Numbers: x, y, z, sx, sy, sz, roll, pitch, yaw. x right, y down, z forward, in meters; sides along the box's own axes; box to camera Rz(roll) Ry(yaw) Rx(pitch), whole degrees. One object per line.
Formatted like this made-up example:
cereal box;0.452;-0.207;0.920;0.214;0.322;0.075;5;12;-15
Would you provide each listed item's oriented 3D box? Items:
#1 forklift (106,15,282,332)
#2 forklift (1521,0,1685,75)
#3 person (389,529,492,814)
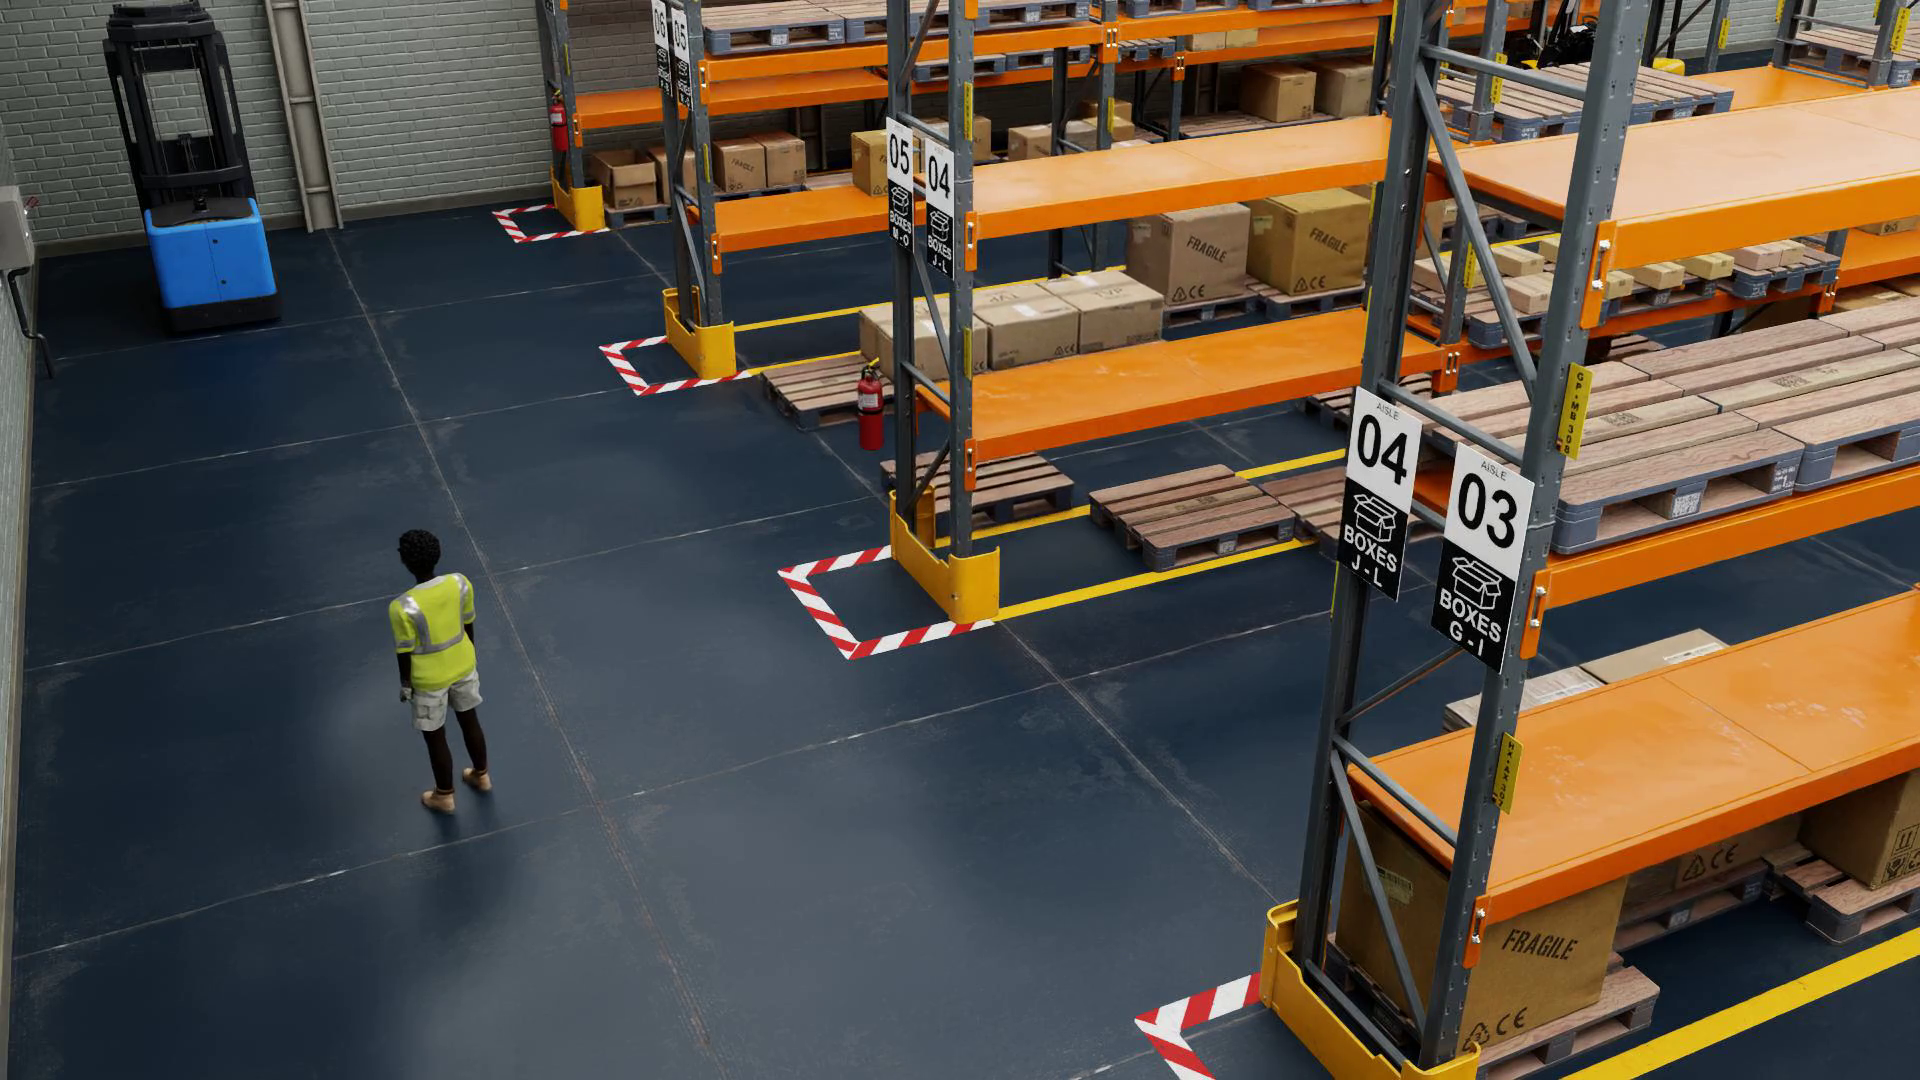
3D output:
forklift;-7.548;-3.672;16.323;1.129;2.768;1.873;-12;30;-22
forklift;8.950;-6.807;23.056;1.214;2.155;2.313;-12;30;-22
person;-2.863;0.721;9.182;0.320;1.687;0.536;18;32;30
